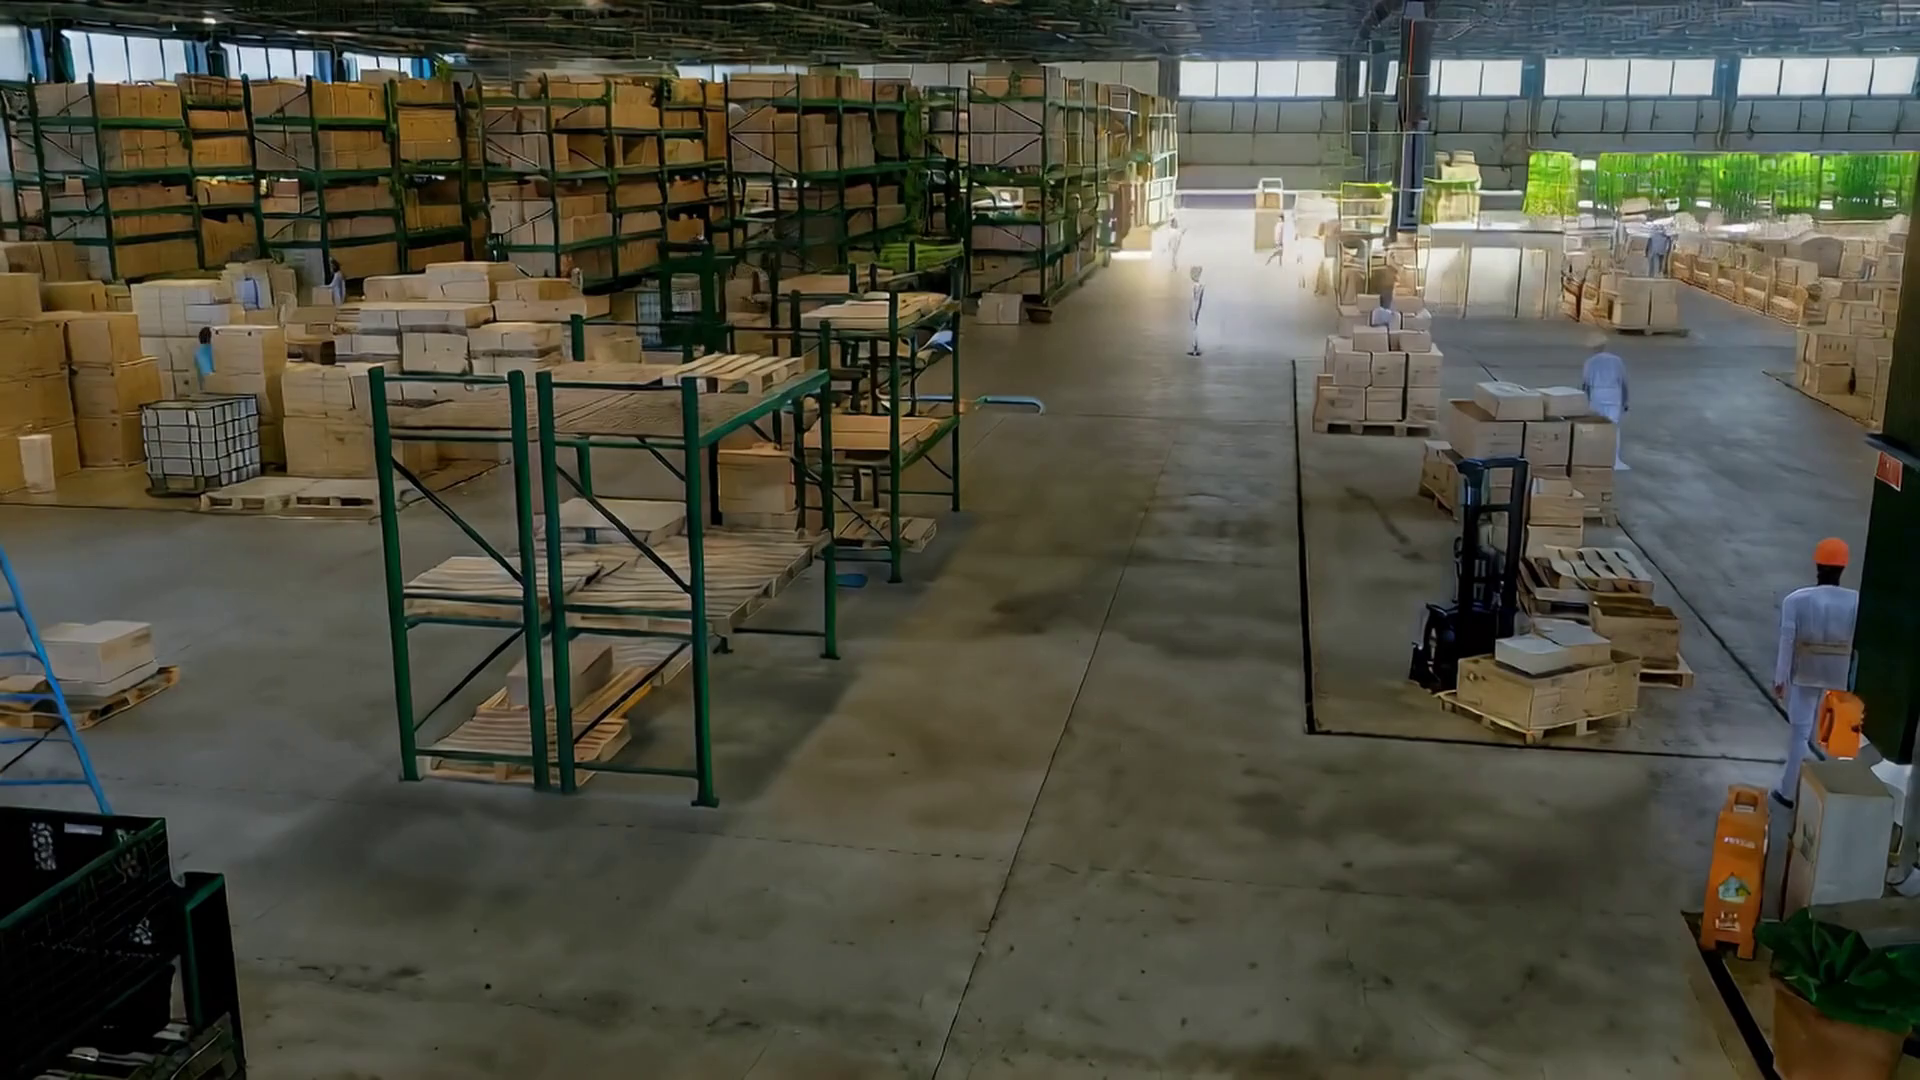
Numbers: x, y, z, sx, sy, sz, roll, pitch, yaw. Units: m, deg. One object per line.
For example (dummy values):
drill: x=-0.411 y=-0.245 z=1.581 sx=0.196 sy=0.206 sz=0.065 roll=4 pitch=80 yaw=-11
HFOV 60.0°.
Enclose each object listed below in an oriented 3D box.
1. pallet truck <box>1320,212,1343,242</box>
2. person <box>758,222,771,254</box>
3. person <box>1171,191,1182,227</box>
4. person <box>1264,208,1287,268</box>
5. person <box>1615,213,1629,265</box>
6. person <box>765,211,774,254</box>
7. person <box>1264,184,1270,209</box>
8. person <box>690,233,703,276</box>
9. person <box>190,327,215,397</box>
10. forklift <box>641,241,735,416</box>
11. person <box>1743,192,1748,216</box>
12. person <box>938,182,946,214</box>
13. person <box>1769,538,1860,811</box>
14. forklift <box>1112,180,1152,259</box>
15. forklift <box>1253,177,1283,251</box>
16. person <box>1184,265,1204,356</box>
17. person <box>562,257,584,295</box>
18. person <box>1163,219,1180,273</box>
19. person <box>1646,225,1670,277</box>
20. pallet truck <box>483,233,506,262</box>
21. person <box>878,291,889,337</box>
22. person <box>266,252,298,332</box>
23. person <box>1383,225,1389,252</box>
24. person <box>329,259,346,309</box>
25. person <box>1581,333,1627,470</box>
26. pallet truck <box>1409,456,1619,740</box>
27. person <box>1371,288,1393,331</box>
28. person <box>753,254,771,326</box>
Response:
pallet truck: x=15.874 y=-13.227 z=70.310 sx=0.680 sy=1.201 sz=1.601 roll=10 pitch=17 yaw=35
person: x=-6.625 y=-9.936 z=56.006 sx=0.544 sy=1.679 sz=0.442 roll=11 pitch=18 yaw=39
person: x=10.535 y=-16.105 z=80.919 sx=0.542 sy=1.748 sz=0.620 roll=3 pitch=14 yaw=13
person: x=10.808 y=-10.284 z=56.720 sx=0.666 sy=2.024 sz=0.630 roll=3 pitch=14 yaw=13
person: x=23.118 y=-10.516 z=58.096 sx=0.403 sy=1.816 sz=0.606 roll=8 pitch=16 yaw=29
person: x=-7.298 y=-11.663 z=63.144 sx=0.496 sy=1.626 sz=0.286 roll=-1 pitch=14 yaw=-3
person: x=16.667 y=-18.442 z=90.396 sx=0.325 sy=1.752 sz=0.560 roll=4 pitch=14 yaw=14
person: x=-6.998 y=-7.268 z=44.643 sx=0.548 sy=1.942 sz=0.348 roll=3 pitch=14 yaw=11
person: x=-10.972 y=-2.241 z=24.557 sx=0.634 sy=1.784 sz=0.883 roll=-12 pitch=18 yaw=-40
forklift: x=-4.524 y=-3.554 z=27.631 sx=1.129 sy=2.768 sz=1.873 roll=3 pitch=14 yaw=10
person: x=37.712 y=-15.865 z=79.769 sx=0.591 sy=1.833 sz=0.404 roll=-6 pitch=15 yaw=-21
person: x=-1.090 y=-19.202 z=93.432 sx=0.736 sy=1.778 sz=0.625 roll=7 pitch=15 yaw=26
person: x=5.881 y=0.928 z=11.397 sx=0.586 sy=1.928 sz=0.369 roll=2 pitch=14 yaw=8
forklift: x=6.082 y=-11.722 z=60.796 sx=1.873 sy=2.768 sz=1.129 roll=2 pitch=14 yaw=9
forklift: x=12.083 y=-12.747 z=64.956 sx=1.129 sy=2.768 sz=1.873 roll=3 pitch=14 yaw=10
person: x=4.904 y=-4.783 z=34.693 sx=0.326 sy=1.877 sz=0.520 roll=-1 pitch=14 yaw=-4
person: x=-9.364 y=-6.026 z=40.241 sx=0.522 sy=1.631 sz=0.317 roll=-1 pitch=14 yaw=-3
person: x=6.973 y=-9.717 z=54.968 sx=0.554 sy=1.742 sz=0.621 roll=-5 pitch=15 yaw=-20
person: x=20.968 y=-8.537 z=49.968 sx=0.653 sy=1.870 sz=0.969 roll=4 pitch=15 yaw=18
pallet truck: x=-11.832 y=-7.026 z=43.548 sx=1.885 sy=1.965 sz=0.823 roll=8 pitch=16 yaw=28
person: x=-1.492 y=-4.612 z=34.515 sx=0.658 sy=1.616 sz=0.523 roll=-4 pitch=14 yaw=-17
person: x=-15.281 y=-5.514 z=37.543 sx=0.627 sy=1.934 sz=0.375 roll=-2 pitch=14 yaw=-9
person: x=14.420 y=-9.881 z=55.912 sx=0.287 sy=1.625 sz=0.497 roll=-10 pitch=17 yaw=-36
person: x=-14.469 y=-5.687 z=38.738 sx=0.321 sy=1.693 sz=0.530 roll=-6 pitch=15 yaw=-23
person: x=8.973 y=-1.915 z=23.052 sx=0.724 sy=1.893 sz=0.381 roll=5 pitch=15 yaw=21
pallet truck: x=4.504 y=0.400 z=13.395 sx=0.823 sy=1.965 sz=1.885 roll=-6 pitch=15 yaw=-23
person: x=7.296 y=-3.392 z=28.864 sx=0.372 sy=1.962 sz=0.603 roll=8 pitch=16 yaw=30
person: x=-4.477 y=-5.565 z=37.820 sx=0.780 sy=1.900 sz=0.589 roll=11 pitch=17 yaw=37
